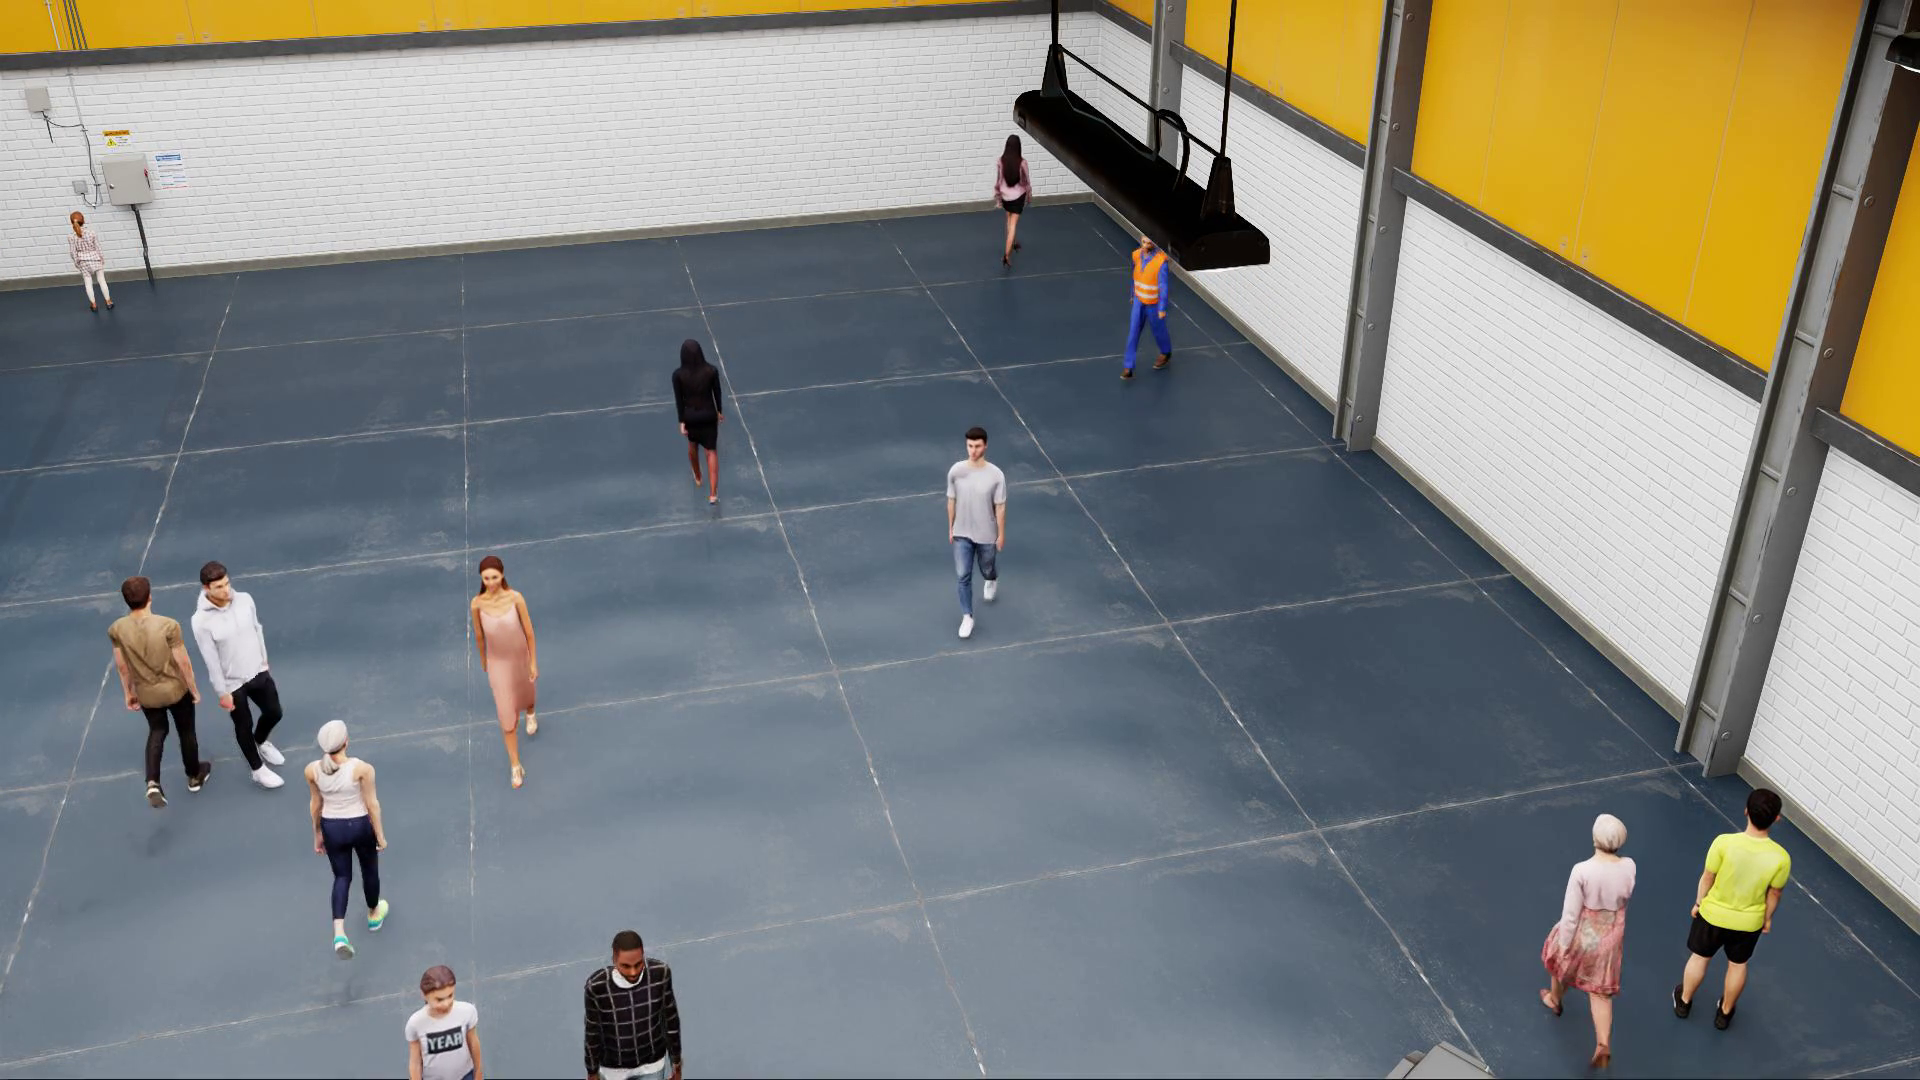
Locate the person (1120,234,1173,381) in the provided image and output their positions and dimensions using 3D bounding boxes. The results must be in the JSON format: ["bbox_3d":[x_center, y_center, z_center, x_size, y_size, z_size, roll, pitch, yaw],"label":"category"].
[{"bbox_3d":[2.239,-2.768,19.287,1.285,1.810,1.291,22,35,34],"label":"person"}]

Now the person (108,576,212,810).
[{"bbox_3d":[-5.832,1.151,12.080,0.779,1.833,1.048,-2,29,-3],"label":"person"}]

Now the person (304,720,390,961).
[{"bbox_3d":[-3.961,1.965,10.749,0.750,1.679,1.043,-1,29,-2],"label":"person"}]

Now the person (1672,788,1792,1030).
[{"bbox_3d":[4.731,2.262,10.175,0.688,1.706,0.711,10,30,17],"label":"person"}]

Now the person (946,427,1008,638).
[{"bbox_3d":[0.154,-0.120,14.370,0.958,1.870,1.160,5,29,9],"label":"person"}]

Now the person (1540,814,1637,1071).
[{"bbox_3d":[3.818,2.416,9.941,0.767,1.660,1.098,1,29,1],"label":"person"}]

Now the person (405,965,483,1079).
[{"bbox_3d":[-2.842,2.913,9.176,0.541,1.520,1.093,-7,29,-12],"label":"person"}]

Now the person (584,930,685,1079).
[{"bbox_3d":[-1.806,2.779,9.130,0.718,1.799,0.735,-9,30,-15],"label":"person"}]

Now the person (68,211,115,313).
[{"bbox_3d":[-11.151,-3.576,21.288,0.568,1.313,0.577,-13,31,-23],"label":"person"}]

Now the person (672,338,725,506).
[{"bbox_3d":[-2.548,-1.144,16.443,0.713,1.682,1.201,-4,29,-7],"label":"person"}]

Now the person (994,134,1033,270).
[{"bbox_3d":[0.696,-4.563,22.616,1.003,1.774,1.131,11,31,20],"label":"person"}]

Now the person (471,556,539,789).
[{"bbox_3d":[-3.386,0.892,12.605,0.585,1.784,1.131,-6,29,-11],"label":"person"}]

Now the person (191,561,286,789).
[{"bbox_3d":[-5.401,0.979,12.306,0.910,1.917,0.853,14,32,25],"label":"person"}]
